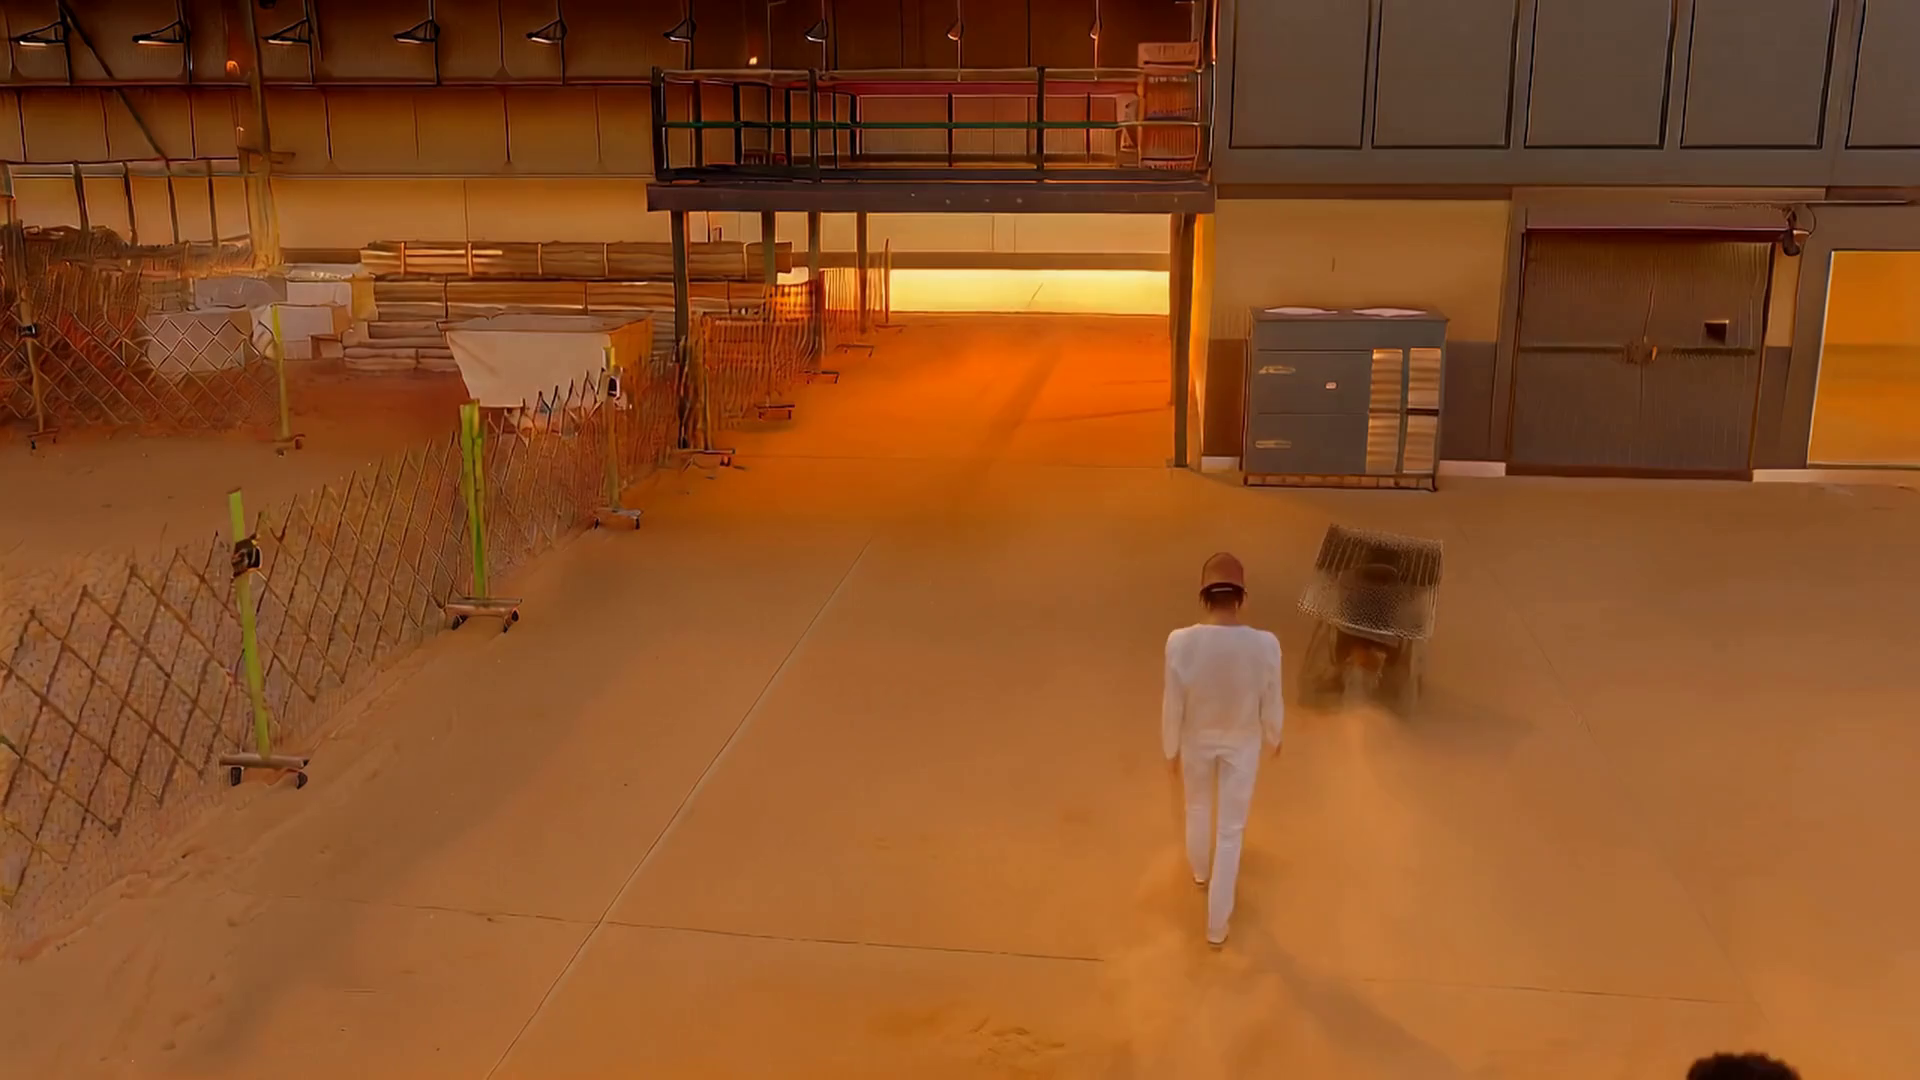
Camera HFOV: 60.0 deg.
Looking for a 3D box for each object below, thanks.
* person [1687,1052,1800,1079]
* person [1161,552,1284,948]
[{"bbox_3d":[1.348,1.873,3.099,0.937,1.936,0.606,-11,17,-37],"label":"person"},{"bbox_3d":[1.193,0.895,7.547,0.529,1.728,0.881,4,14,17],"label":"person"}]
